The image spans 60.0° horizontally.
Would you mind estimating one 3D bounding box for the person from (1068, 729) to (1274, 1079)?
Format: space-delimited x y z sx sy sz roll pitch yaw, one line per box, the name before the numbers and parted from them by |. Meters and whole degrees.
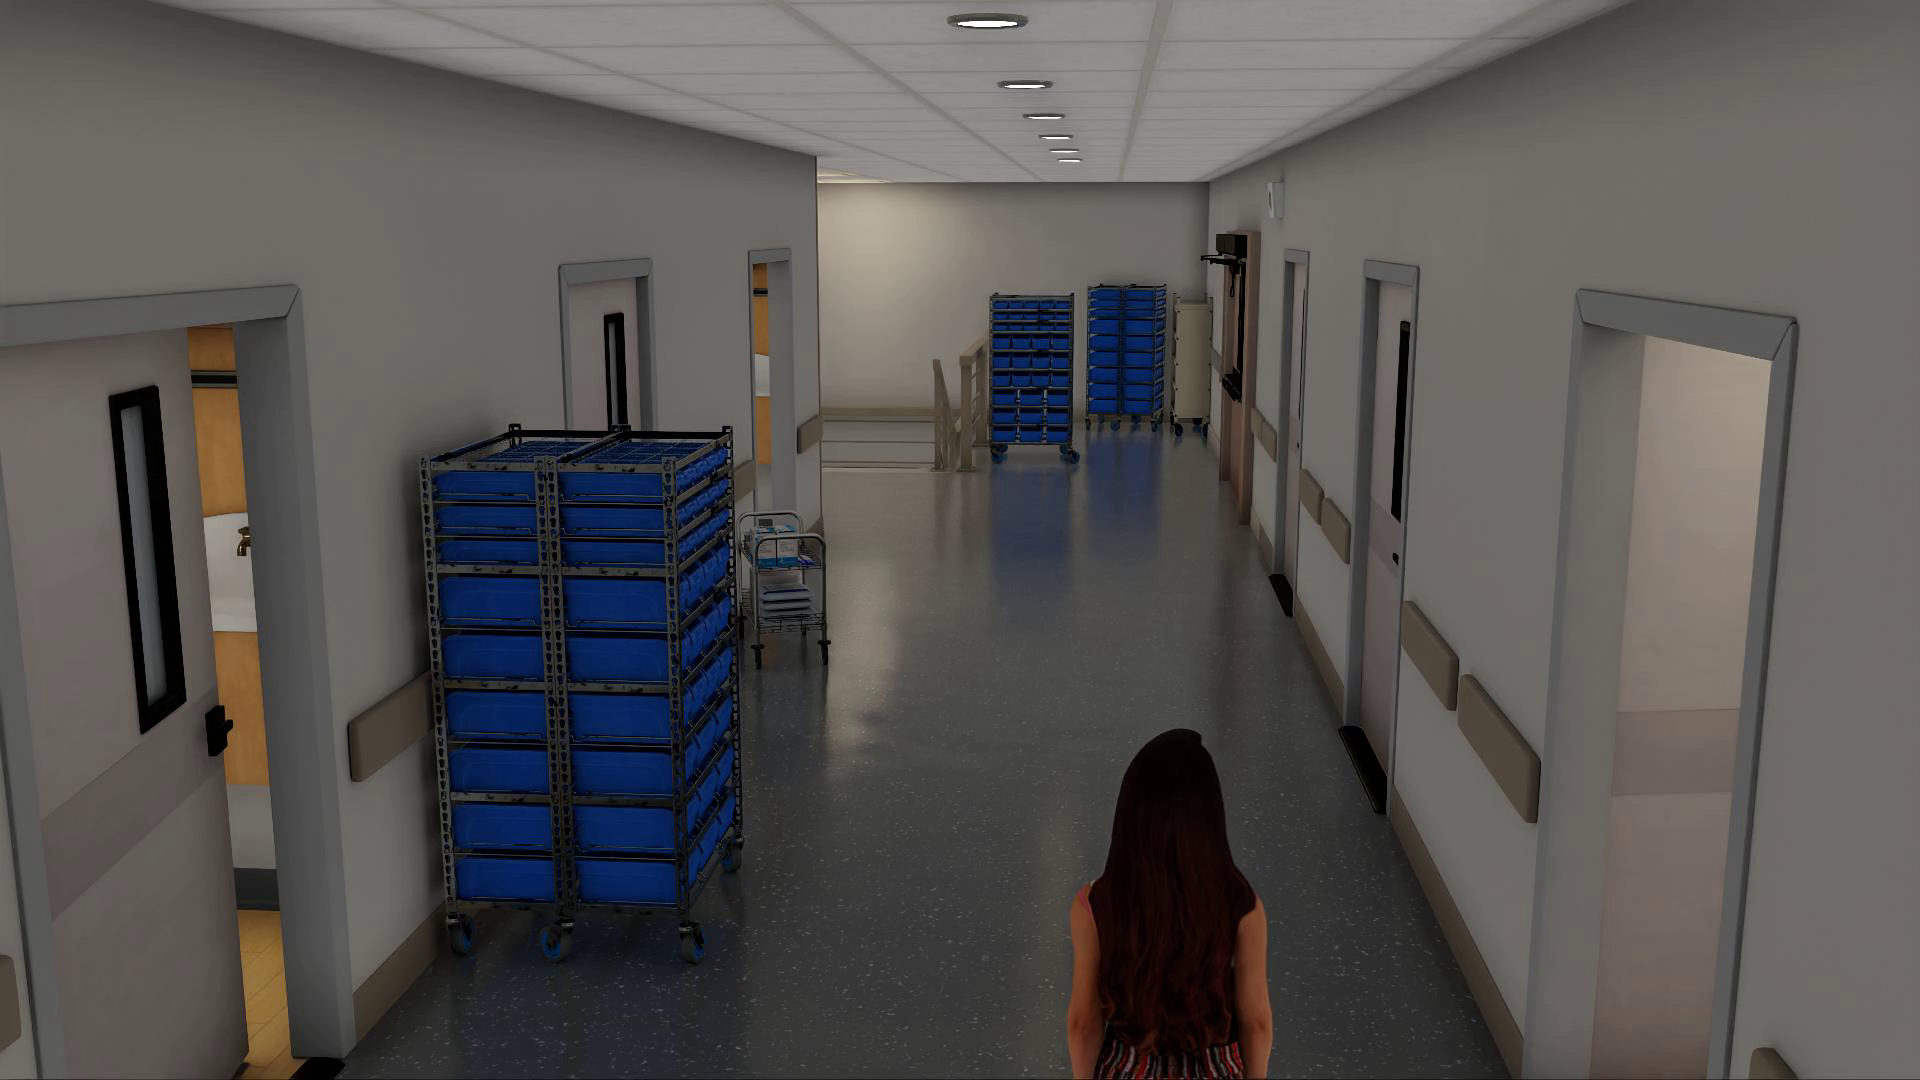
person | 0.401 1.108 3.209 0.552 1.563 0.523 2 11 8
